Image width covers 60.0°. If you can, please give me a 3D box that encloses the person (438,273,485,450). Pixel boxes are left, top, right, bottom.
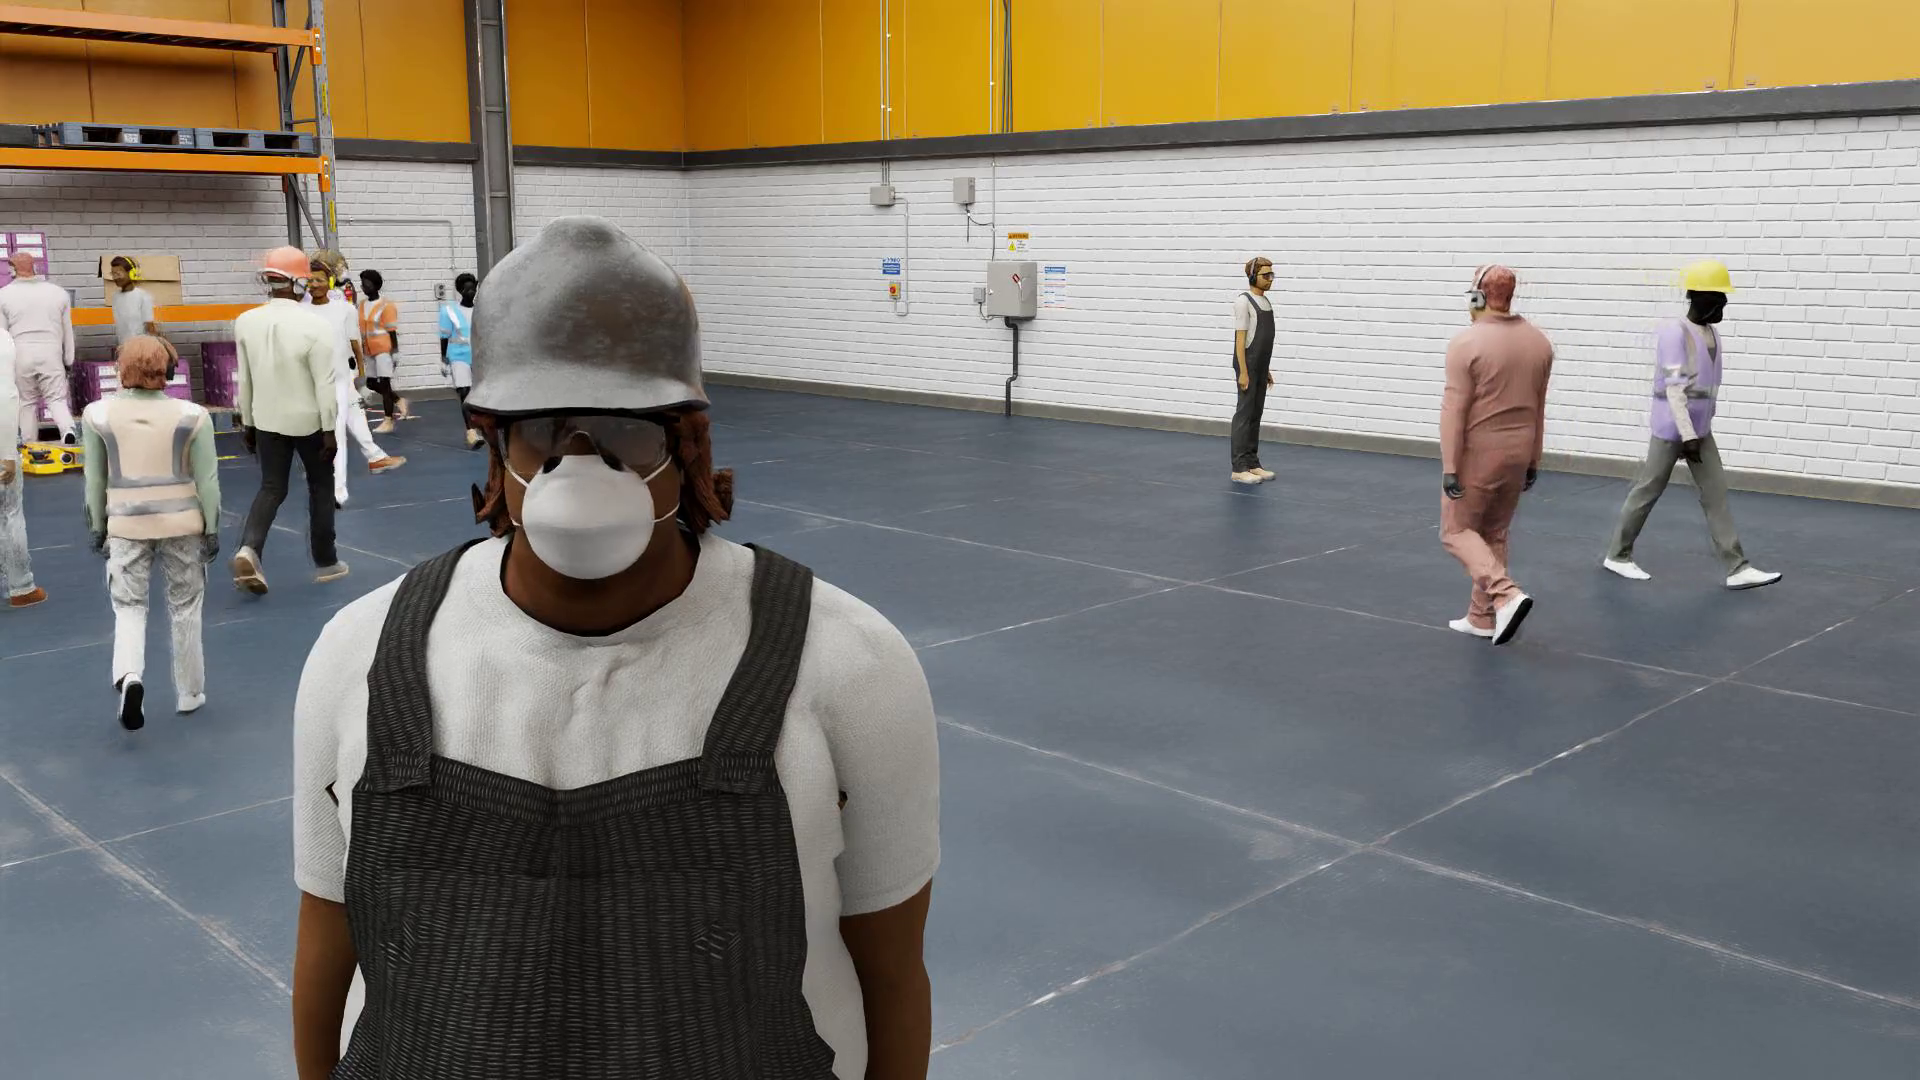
[{"bbox_3d":[-4.584,-1.675,15.692,0.557,1.652,0.836,-7,13,-34],"label":"person"}]

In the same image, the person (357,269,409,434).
[{"bbox_3d":[-5.903,-1.947,17.127,0.547,1.684,0.541,6,12,29],"label":"person"}]

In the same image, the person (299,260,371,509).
[{"bbox_3d":[-4.703,-1.134,12.278,0.562,1.831,0.926,-1,10,-7],"label":"person"}]

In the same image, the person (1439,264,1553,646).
[{"bbox_3d":[2.632,-0.397,8.150,0.649,1.890,0.617,-5,11,-25],"label":"person"}]

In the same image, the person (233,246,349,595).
[{"bbox_3d":[-3.831,-0.674,9.431,0.622,1.965,0.873,1,10,7],"label":"person"}]

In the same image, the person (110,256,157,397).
[{"bbox_3d":[-7.646,-1.724,15.508,0.531,1.840,0.809,4,11,19],"label":"person"}]

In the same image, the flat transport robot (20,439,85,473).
[{"bbox_3d":[-7.534,-0.779,14.622,0.652,0.197,1.431,8,13,37],"label":"flat transport robot"}]

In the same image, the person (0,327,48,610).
[{"bbox_3d":[-5.186,-0.488,8.624,0.622,1.903,0.983,0,10,-2],"label":"person"}]

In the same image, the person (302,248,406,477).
[{"bbox_3d":[-5.151,-1.482,13.991,0.928,1.901,0.661,-5,12,-27],"label":"person"}]

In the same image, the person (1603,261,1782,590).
[{"bbox_3d":[4.205,-0.649,9.547,0.594,1.873,1.004,-8,13,-36],"label":"person"}]

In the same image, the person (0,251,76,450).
[{"bbox_3d":[-8.037,-1.559,14.474,0.659,1.884,0.723,-9,14,-40],"label":"person"}]

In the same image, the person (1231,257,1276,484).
[{"bbox_3d":[2.424,-1.393,13.673,0.346,1.846,0.505,7,13,34],"label":"person"}]

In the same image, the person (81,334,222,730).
[{"bbox_3d":[-3.299,-0.027,6.815,0.522,1.621,0.623,-3,11,-17],"label":"person"}]

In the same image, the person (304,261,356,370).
[{"bbox_3d":[-6.090,-1.820,16.103,0.526,1.808,0.651,-9,14,-40],"label":"person"}]
